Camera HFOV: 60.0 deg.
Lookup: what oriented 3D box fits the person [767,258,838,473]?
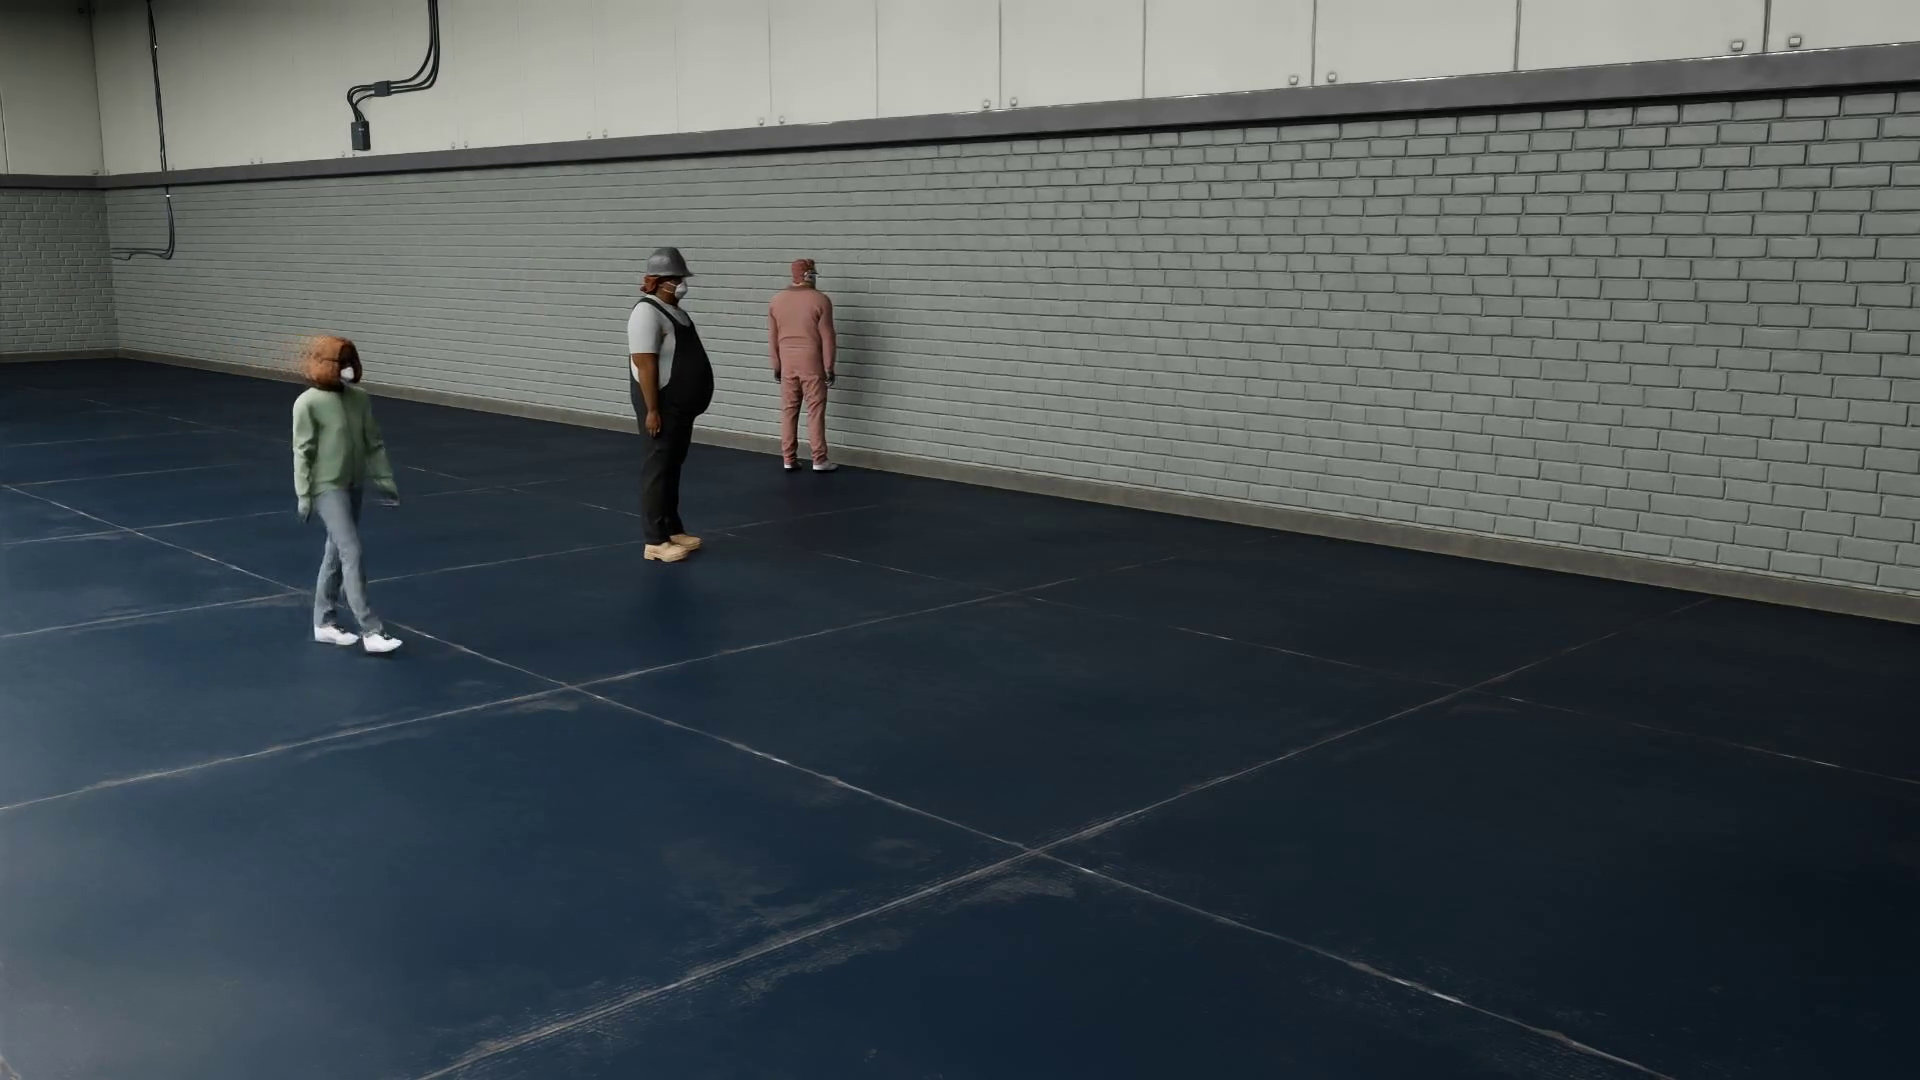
[{"bbox_3d":[-1.392,-1.563,14.926,0.642,1.905,0.399,4,11,23],"label":"person"}]

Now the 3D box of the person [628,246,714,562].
[{"bbox_3d":[-1.892,-0.889,10.991,0.536,2.000,0.684,1,10,8],"label":"person"}]

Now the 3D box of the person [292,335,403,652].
[{"bbox_3d":[-3.067,-0.231,8.472,0.755,1.603,0.517,3,11,17],"label":"person"}]
